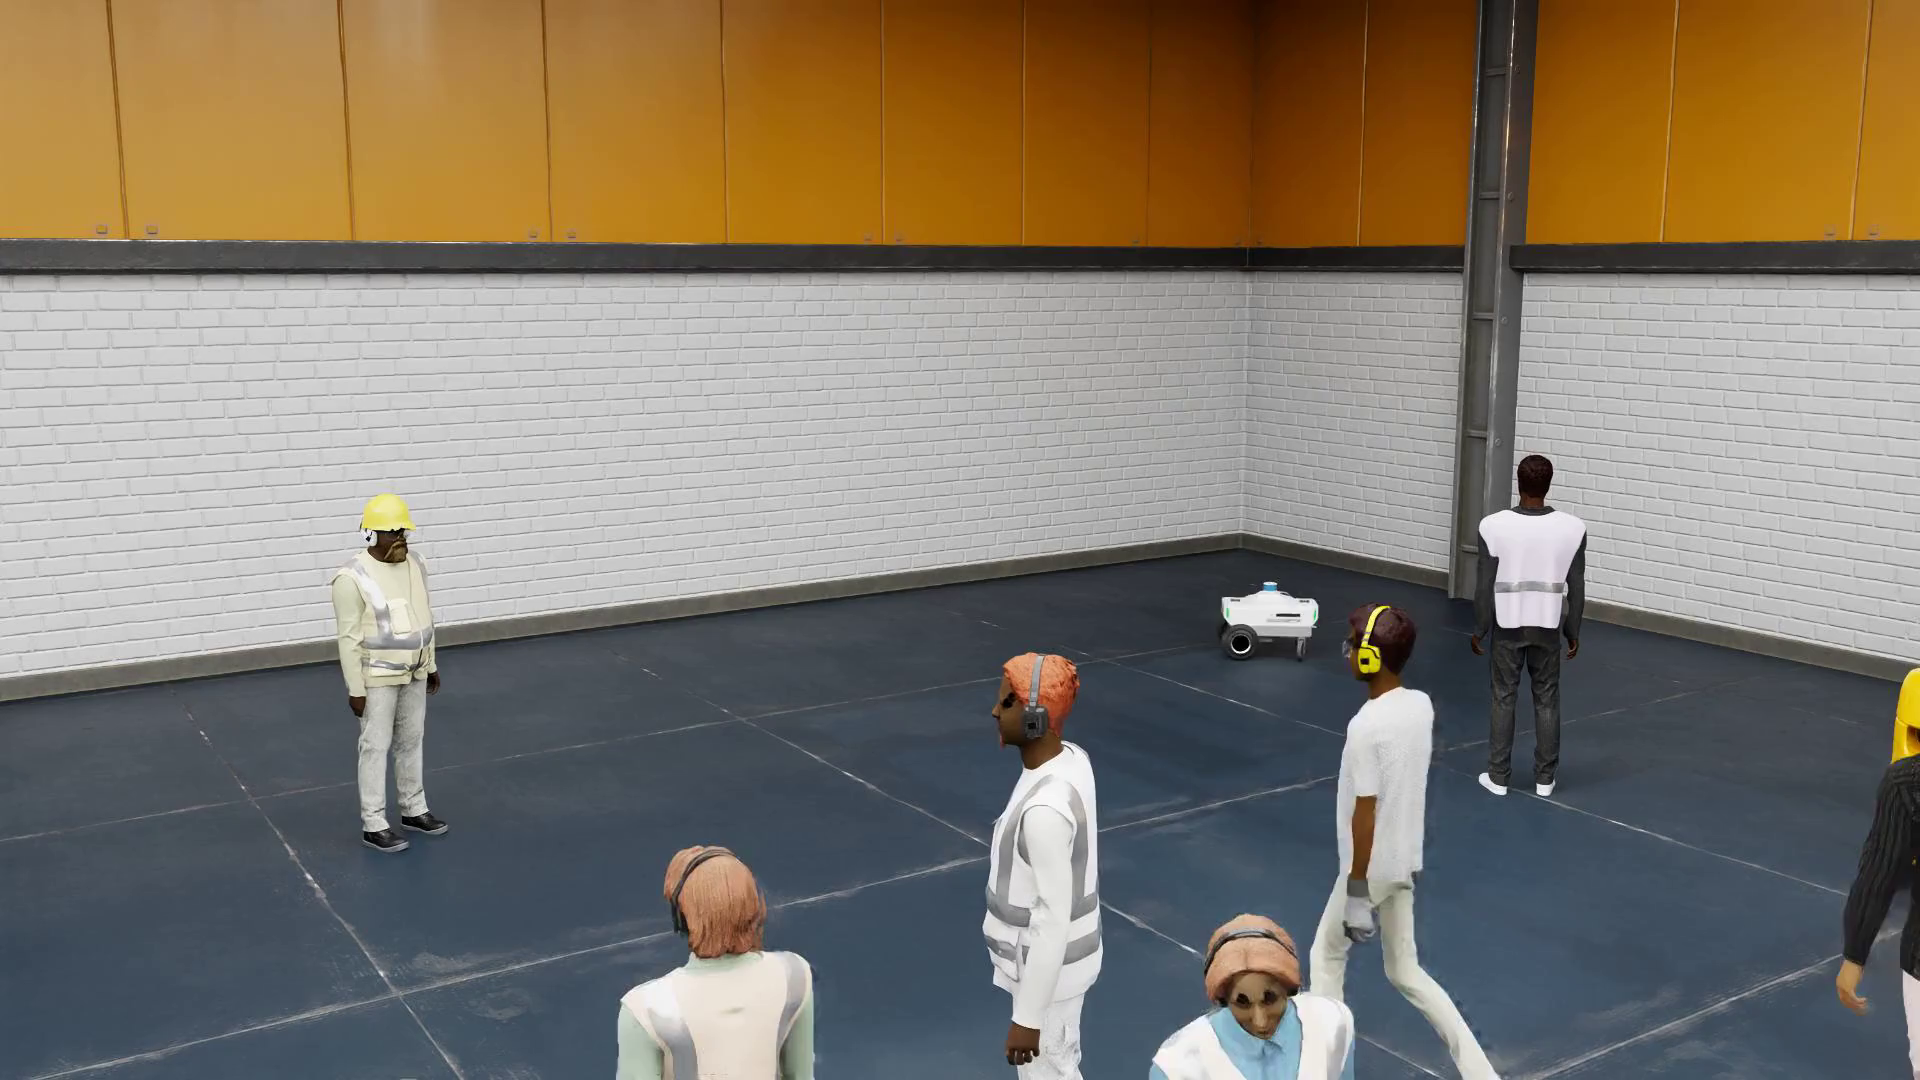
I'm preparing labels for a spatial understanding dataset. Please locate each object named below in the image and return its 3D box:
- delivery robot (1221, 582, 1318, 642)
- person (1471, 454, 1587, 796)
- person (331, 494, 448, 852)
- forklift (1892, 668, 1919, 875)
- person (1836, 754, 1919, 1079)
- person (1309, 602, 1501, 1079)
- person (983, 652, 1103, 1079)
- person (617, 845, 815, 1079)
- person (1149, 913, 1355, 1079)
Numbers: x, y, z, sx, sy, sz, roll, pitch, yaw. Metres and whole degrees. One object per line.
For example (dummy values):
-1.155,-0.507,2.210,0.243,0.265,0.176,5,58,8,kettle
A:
2.345,0.563,12.603,0.707,0.478,0.477,1,10,4,delivery robot
3.162,0.482,9.272,0.596,1.918,0.380,1,9,6,person
-2.887,0.665,8.466,0.403,1.825,0.591,4,10,24,person
5.511,0.571,7.906,2.313,2.155,1.214,-6,11,-33,forklift
2.871,1.193,4.800,0.652,1.972,0.639,0,9,3,person
1.482,1.122,5.676,0.887,1.840,0.527,9,13,43,person
0.230,1.244,4.786,0.355,1.883,0.573,1,10,8,person
-0.568,1.515,3.921,0.538,1.625,0.365,-7,11,-34,person
0.643,1.559,3.701,0.546,1.605,0.476,-3,10,-18,person
